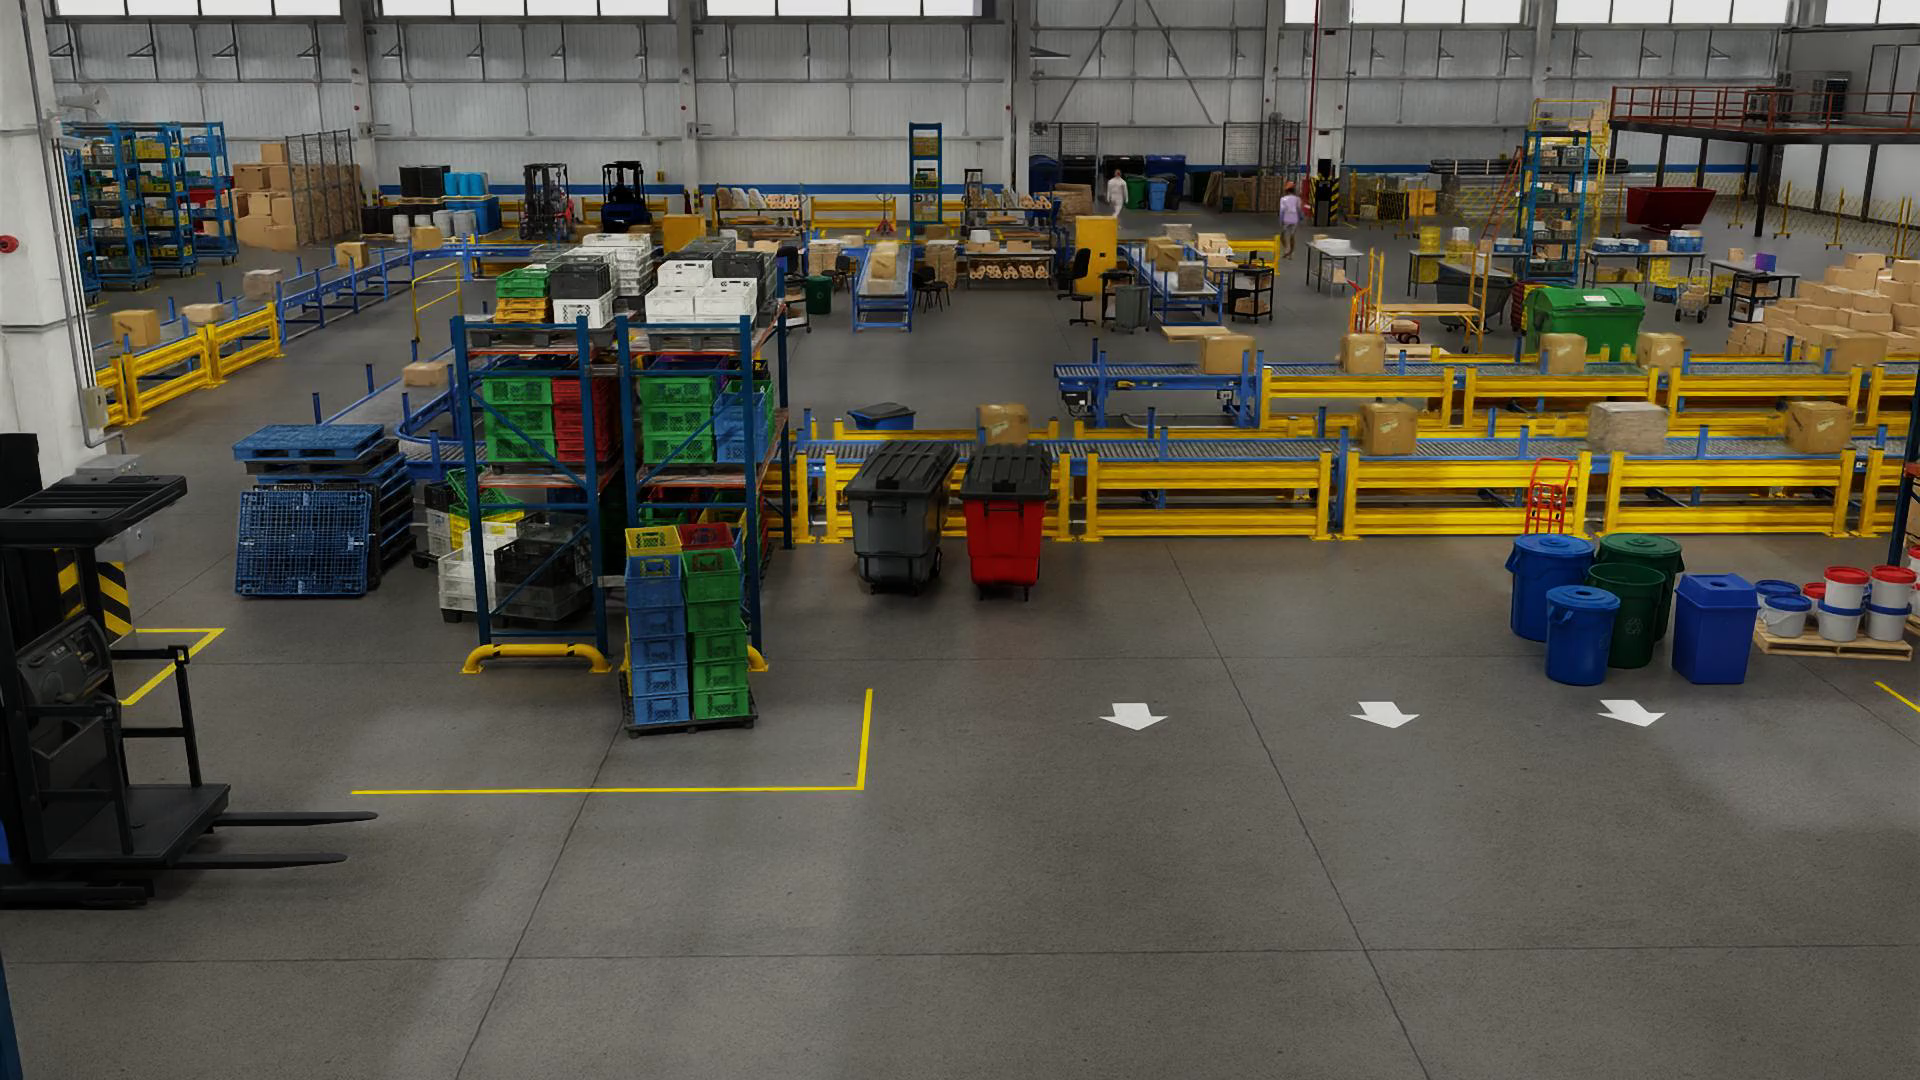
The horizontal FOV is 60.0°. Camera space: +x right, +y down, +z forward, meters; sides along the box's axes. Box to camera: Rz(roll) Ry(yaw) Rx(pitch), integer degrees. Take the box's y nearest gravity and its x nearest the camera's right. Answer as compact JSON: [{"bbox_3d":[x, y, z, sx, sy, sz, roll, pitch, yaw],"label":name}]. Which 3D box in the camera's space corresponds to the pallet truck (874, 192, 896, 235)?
[{"bbox_3d":[-2.277,-9.986,50.594,0.653,1.274,1.630,0,16,-1],"label":"pallet truck"}]

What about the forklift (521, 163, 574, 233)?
[{"bbox_3d":[-12.233,-10.122,49.298,1.157,1.987,2.680,0,16,-1],"label":"forklift"}]

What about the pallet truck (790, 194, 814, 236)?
[{"bbox_3d":[-4.814,-9.883,50.259,0.704,1.261,1.522,-1,16,-3],"label":"pallet truck"}]

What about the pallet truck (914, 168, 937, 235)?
[{"bbox_3d":[-0.989,-10.316,50.507,0.823,1.965,1.885,1,16,3],"label":"pallet truck"}]

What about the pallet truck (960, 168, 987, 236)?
[{"bbox_3d":[0.383,-10.230,50.206,0.823,1.965,1.885,-1,16,-3],"label":"pallet truck"}]

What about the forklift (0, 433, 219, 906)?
[{"bbox_3d":[-5.952,0.780,10.366,1.873,2.768,1.129,0,16,-1],"label":"forklift"}]

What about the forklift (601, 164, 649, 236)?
[{"bbox_3d":[-9.948,-10.127,49.296,1.157,1.987,2.680,-1,16,-3],"label":"forklift"}]

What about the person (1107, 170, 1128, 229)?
[{"bbox_3d":[4.869,-10.543,51.572,0.657,1.853,1.027,10,19,32],"label":"person"}]

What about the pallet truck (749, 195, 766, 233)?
[{"bbox_3d":[-6.051,-9.967,50.660,0.680,1.201,1.601,0,16,-1],"label":"pallet truck"}]

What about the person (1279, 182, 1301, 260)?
[{"bbox_3d":[8.666,-8.379,43.735,0.622,2.019,0.515,-3,16,-11],"label":"person"}]
